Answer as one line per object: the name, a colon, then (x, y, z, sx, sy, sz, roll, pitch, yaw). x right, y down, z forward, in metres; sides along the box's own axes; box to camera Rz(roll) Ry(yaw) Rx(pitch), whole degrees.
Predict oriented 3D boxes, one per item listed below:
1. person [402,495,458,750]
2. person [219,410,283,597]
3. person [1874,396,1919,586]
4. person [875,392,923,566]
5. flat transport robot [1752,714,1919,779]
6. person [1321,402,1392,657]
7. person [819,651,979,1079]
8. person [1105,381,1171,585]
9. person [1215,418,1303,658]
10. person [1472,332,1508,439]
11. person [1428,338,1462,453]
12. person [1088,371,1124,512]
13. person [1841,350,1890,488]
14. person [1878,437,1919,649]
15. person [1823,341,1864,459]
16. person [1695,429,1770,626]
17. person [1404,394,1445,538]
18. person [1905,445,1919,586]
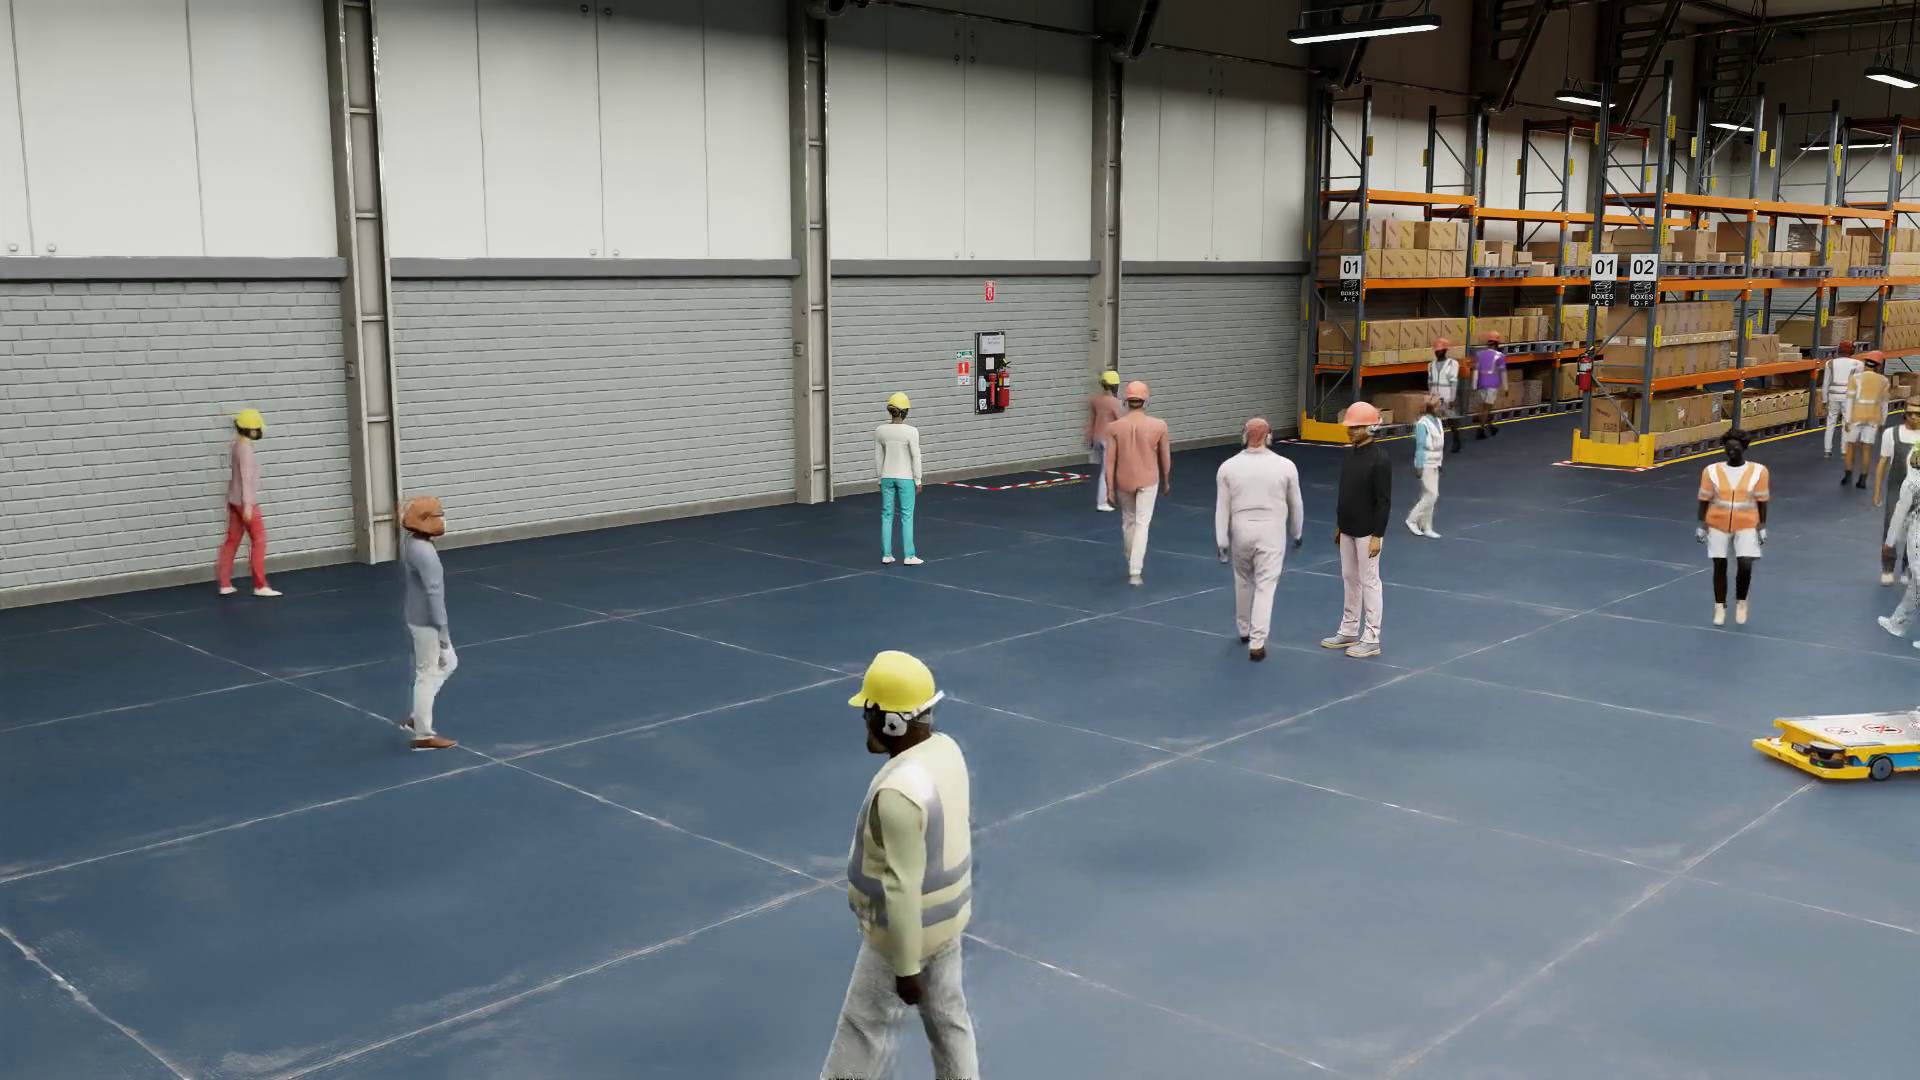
person: (-3.309, 0.522, 10.426, 0.352, 1.619, 0.532, -5, 10, -27)
person: (-6.616, -0.329, 15.319, 0.509, 1.736, 0.564, -6, 11, -32)
person: (8.975, -0.446, 15.735, 0.540, 1.820, 0.622, 5, 10, 27)
person: (-0.620, -0.617, 16.949, 0.523, 1.769, 0.310, 4, 10, 25)
flat transport robot: (5.699, 1.241, 10.170, 1.431, 0.197, 0.652, -2, 9, -10)
person: (3.127, -0.088, 13.039, 0.390, 1.993, 0.612, -3, 10, -20)
person: (-0.273, 1.243, 5.532, 0.795, 1.798, 0.599, 3, 10, 20)
person: (1.716, -0.559, 16.093, 0.603, 1.942, 1.050, 3, 10, 15)
person: (2.356, -0.028, 13.106, 0.651, 1.859, 0.965, 3, 10, 20)
person: (9.464, -2.745, 29.538, 0.985, 1.882, 0.574, -9, 13, -42)
person: (7.847, -2.324, 26.955, 0.553, 1.908, 0.892, 9, 13, 42)
person: (1.856, -1.227, 20.716, 0.515, 1.748, 0.546, -8, 12, -41)
person: (12.512, -1.667, 22.957, 0.558, 1.889, 0.601, 3, 10, 17)
person: (7.657, -0.002, 13.350, 0.512, 1.701, 0.849, -2, 10, -13)
person: (14.011, -2.222, 26.413, 0.575, 1.876, 0.361, 9, 13, 42)
person: (6.488, -0.096, 14.007, 0.561, 1.681, 0.414, 5, 11, 30)
person: (5.271, -0.822, 18.635, 0.361, 1.627, 0.516, 7, 12, 36)
person: (8.793, -0.313, 14.977, 0.598, 1.805, 0.792, 0, 9, -2)
